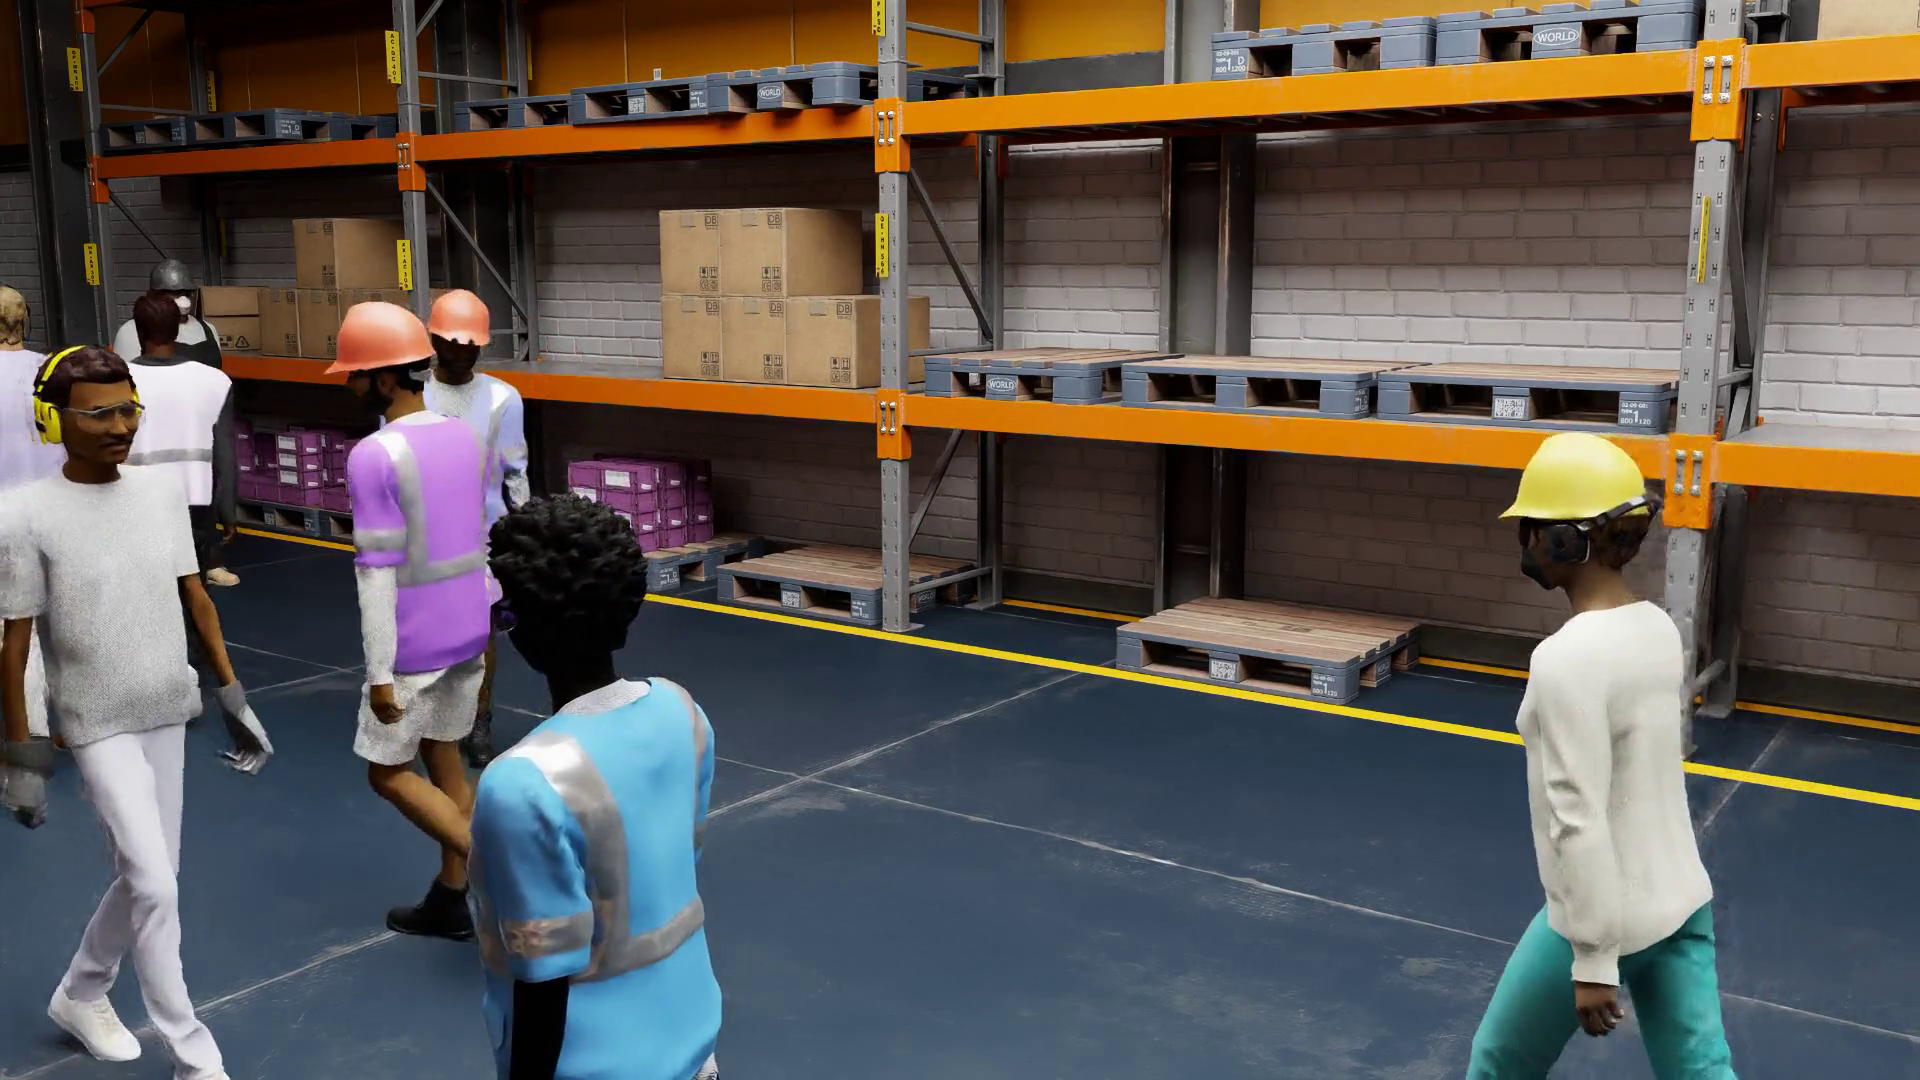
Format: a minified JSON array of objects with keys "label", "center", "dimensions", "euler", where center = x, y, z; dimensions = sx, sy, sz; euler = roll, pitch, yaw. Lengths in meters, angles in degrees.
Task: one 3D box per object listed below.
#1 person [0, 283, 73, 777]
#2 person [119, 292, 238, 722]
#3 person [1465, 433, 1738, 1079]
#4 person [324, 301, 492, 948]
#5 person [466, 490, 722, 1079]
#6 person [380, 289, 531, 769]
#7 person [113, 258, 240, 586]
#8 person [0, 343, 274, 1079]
[{"label":"person","center":[-3.676,-0.030,6.521],"dimensions":[0.377,1.940,0.629],"euler":[5,11,26]},{"label":"person","center":[-3.500,-0.146,7.366],"dimensions":[0.600,1.894,0.817],"euler":[-7,12,-34]},{"label":"person","center":[1.157,0.661,3.077],"dimensions":[0.538,1.701,0.952],"euler":[-9,13,-44]},{"label":"person","center":[-1.477,0.282,4.753],"dimensions":[0.572,1.915,0.570],"euler":[4,10,23]},{"label":"person","center":[-0.529,0.771,2.459],"dimensions":[0.318,1.698,0.539],"euler":[3,10,15]},{"label":"person","center":[-1.973,-0.024,6.563],"dimensions":[0.572,1.912,0.502],"euler":[-3,10,-20]},{"label":"person","center":[-4.721,-0.691,10.151],"dimensions":[0.537,2.000,0.679],"euler":[5,11,27]},{"label":"person","center":[-2.001,0.455,3.998],"dimensions":[0.858,1.848,0.521],"euler":[4,10,23]}]
